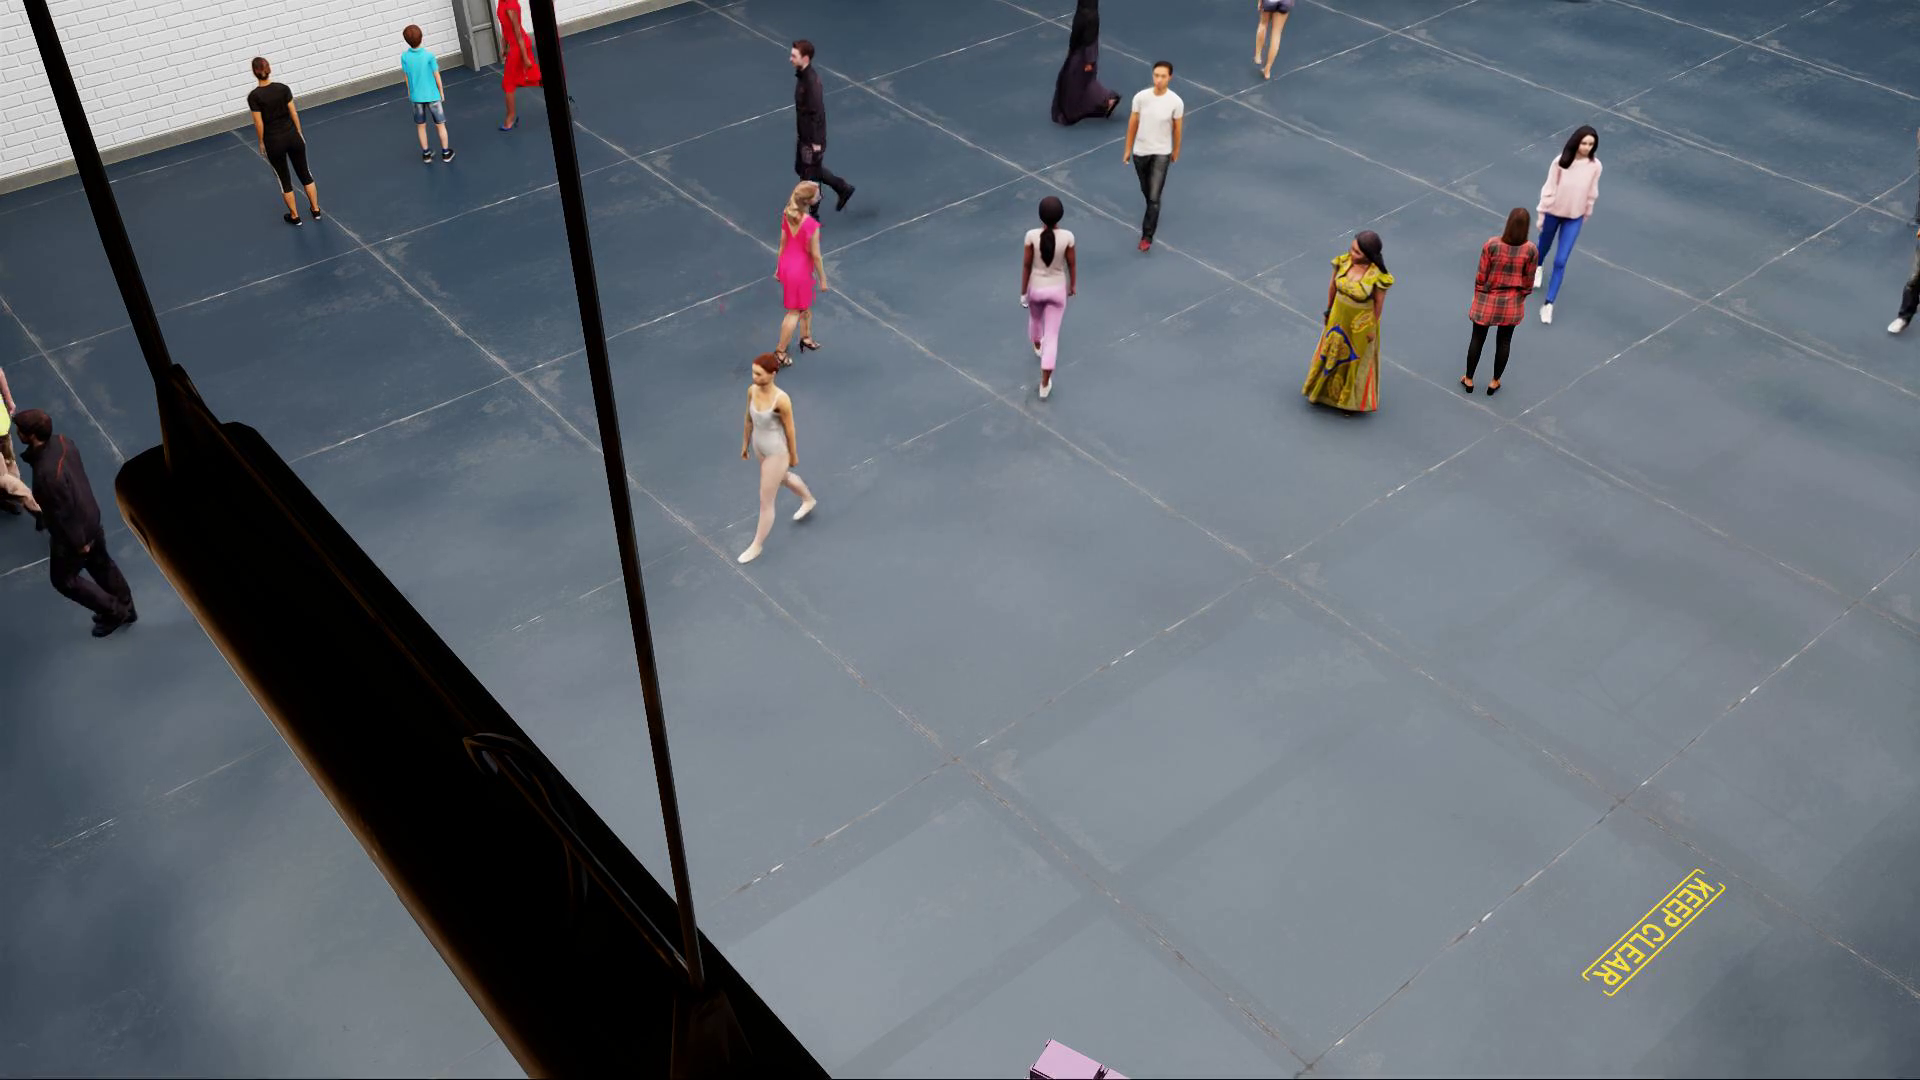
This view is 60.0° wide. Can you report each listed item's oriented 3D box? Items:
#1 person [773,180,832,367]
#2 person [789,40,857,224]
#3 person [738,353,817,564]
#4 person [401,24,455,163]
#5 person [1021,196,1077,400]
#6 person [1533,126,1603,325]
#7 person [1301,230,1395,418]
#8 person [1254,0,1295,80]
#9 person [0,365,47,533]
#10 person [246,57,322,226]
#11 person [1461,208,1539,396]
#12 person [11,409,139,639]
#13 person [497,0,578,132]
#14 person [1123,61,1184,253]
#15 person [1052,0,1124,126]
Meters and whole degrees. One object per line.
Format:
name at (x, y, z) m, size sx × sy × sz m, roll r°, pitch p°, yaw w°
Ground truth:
person at (-1.443, -2.222, 14.025) m, size 0.759 × 1.690 × 0.614 m, roll -29°, pitch 47°, yaw -31°
person at (-1.364, -3.884, 15.937) m, size 1.089 × 1.901 × 0.929 m, roll -10°, pitch 40°, yaw -12°
person at (-1.315, -0.679, 12.165) m, size 0.663 × 1.600 × 1.101 m, roll 29°, pitch 47°, yaw 31°
person at (-5.549, -4.626, 17.230) m, size 0.569 × 1.448 × 0.653 m, roll -4°, pitch 39°, yaw -5°
person at (0.711, -1.965, 13.695) m, size 1.061 × 1.701 × 1.138 m, roll 4°, pitch 39°, yaw 5°
person at (5.350, -2.892, 14.828) m, size 1.031 × 1.735 × 1.234 m, roll 12°, pitch 40°, yaw 14°
person at (3.194, -1.785, 13.504) m, size 0.919 × 1.658 × 0.865 m, roll 26°, pitch 45°, yaw 28°
person at (3.600, -6.057, 18.810) m, size 0.863 × 1.711 × 0.937 m, roll 4°, pitch 39°, yaw 5°
person at (-7.129, -0.844, 12.192) m, size 1.095 × 1.824 × 1.119 m, roll 12°, pitch 40°, yaw 14°
person at (-6.571, -3.871, 16.108) m, size 0.421 × 1.668 × 0.632 m, roll -28°, pitch 46°, yaw -30°
person at (4.437, -1.967, 13.696) m, size 0.706 × 1.701 × 0.734 m, roll 9°, pitch 40°, yaw 11°
person at (-5.923, -0.123, 11.286) m, size 0.827 × 1.828 × 0.829 m, roll -7°, pitch 39°, yaw -9°
person at (-4.609, -5.211, 17.761) m, size 1.178 × 1.698 × 0.852 m, roll -14°, pitch 41°, yaw -17°
person at (1.852, -3.727, 15.850) m, size 1.038 × 1.766 × 1.254 m, roll 12°, pitch 40°, yaw 15°
person at (1.401, -5.235, 17.873) m, size 1.070 × 1.596 × 0.974 m, roll 0°, pitch 39°, yaw 0°
